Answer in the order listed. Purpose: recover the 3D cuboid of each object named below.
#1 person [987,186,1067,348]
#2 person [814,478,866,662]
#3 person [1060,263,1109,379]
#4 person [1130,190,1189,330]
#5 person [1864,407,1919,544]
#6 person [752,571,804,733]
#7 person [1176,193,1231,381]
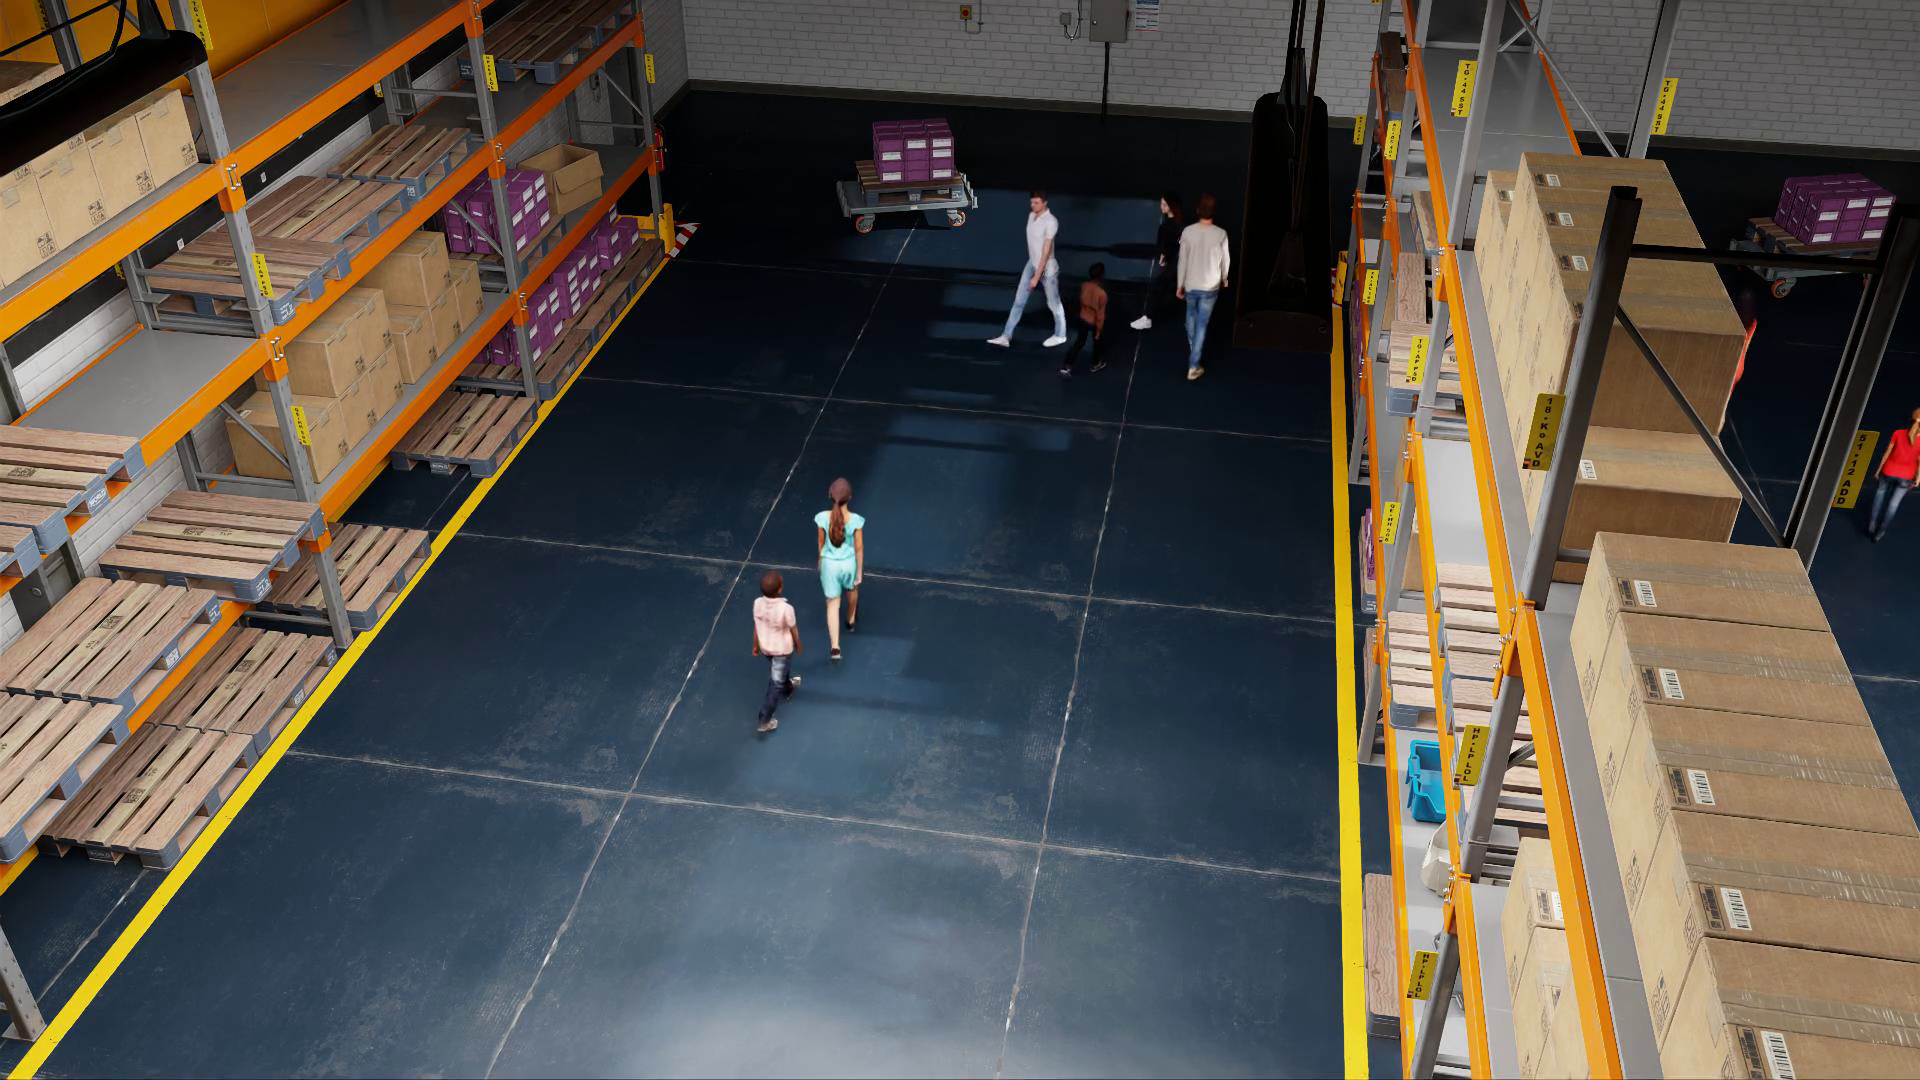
[{"bbox_3d":[0.946,-2.824,17.351,1.159,1.813,1.121,-19,38,-26],"label":"person"},{"bbox_3d":[-0.949,0.241,12.997,0.691,1.529,1.088,-1,34,-2],"label":"person"},{"bbox_3d":[1.288,-2.210,16.955,0.808,1.228,0.957,23,40,31],"label":"person"},{"bbox_3d":[2.371,-2.961,17.765,0.925,1.583,1.103,-7,34,-11],"label":"person"},{"bbox_3d":[8.088,-0.539,14.378,0.579,1.299,0.614,24,40,31],"label":"person"},{"bbox_3d":[-1.394,0.832,12.323,0.689,1.289,0.973,17,37,24],"label":"person"},{"bbox_3d":[2.420,-2.516,16.849,0.823,1.857,1.206,14,36,20],"label":"person"}]
